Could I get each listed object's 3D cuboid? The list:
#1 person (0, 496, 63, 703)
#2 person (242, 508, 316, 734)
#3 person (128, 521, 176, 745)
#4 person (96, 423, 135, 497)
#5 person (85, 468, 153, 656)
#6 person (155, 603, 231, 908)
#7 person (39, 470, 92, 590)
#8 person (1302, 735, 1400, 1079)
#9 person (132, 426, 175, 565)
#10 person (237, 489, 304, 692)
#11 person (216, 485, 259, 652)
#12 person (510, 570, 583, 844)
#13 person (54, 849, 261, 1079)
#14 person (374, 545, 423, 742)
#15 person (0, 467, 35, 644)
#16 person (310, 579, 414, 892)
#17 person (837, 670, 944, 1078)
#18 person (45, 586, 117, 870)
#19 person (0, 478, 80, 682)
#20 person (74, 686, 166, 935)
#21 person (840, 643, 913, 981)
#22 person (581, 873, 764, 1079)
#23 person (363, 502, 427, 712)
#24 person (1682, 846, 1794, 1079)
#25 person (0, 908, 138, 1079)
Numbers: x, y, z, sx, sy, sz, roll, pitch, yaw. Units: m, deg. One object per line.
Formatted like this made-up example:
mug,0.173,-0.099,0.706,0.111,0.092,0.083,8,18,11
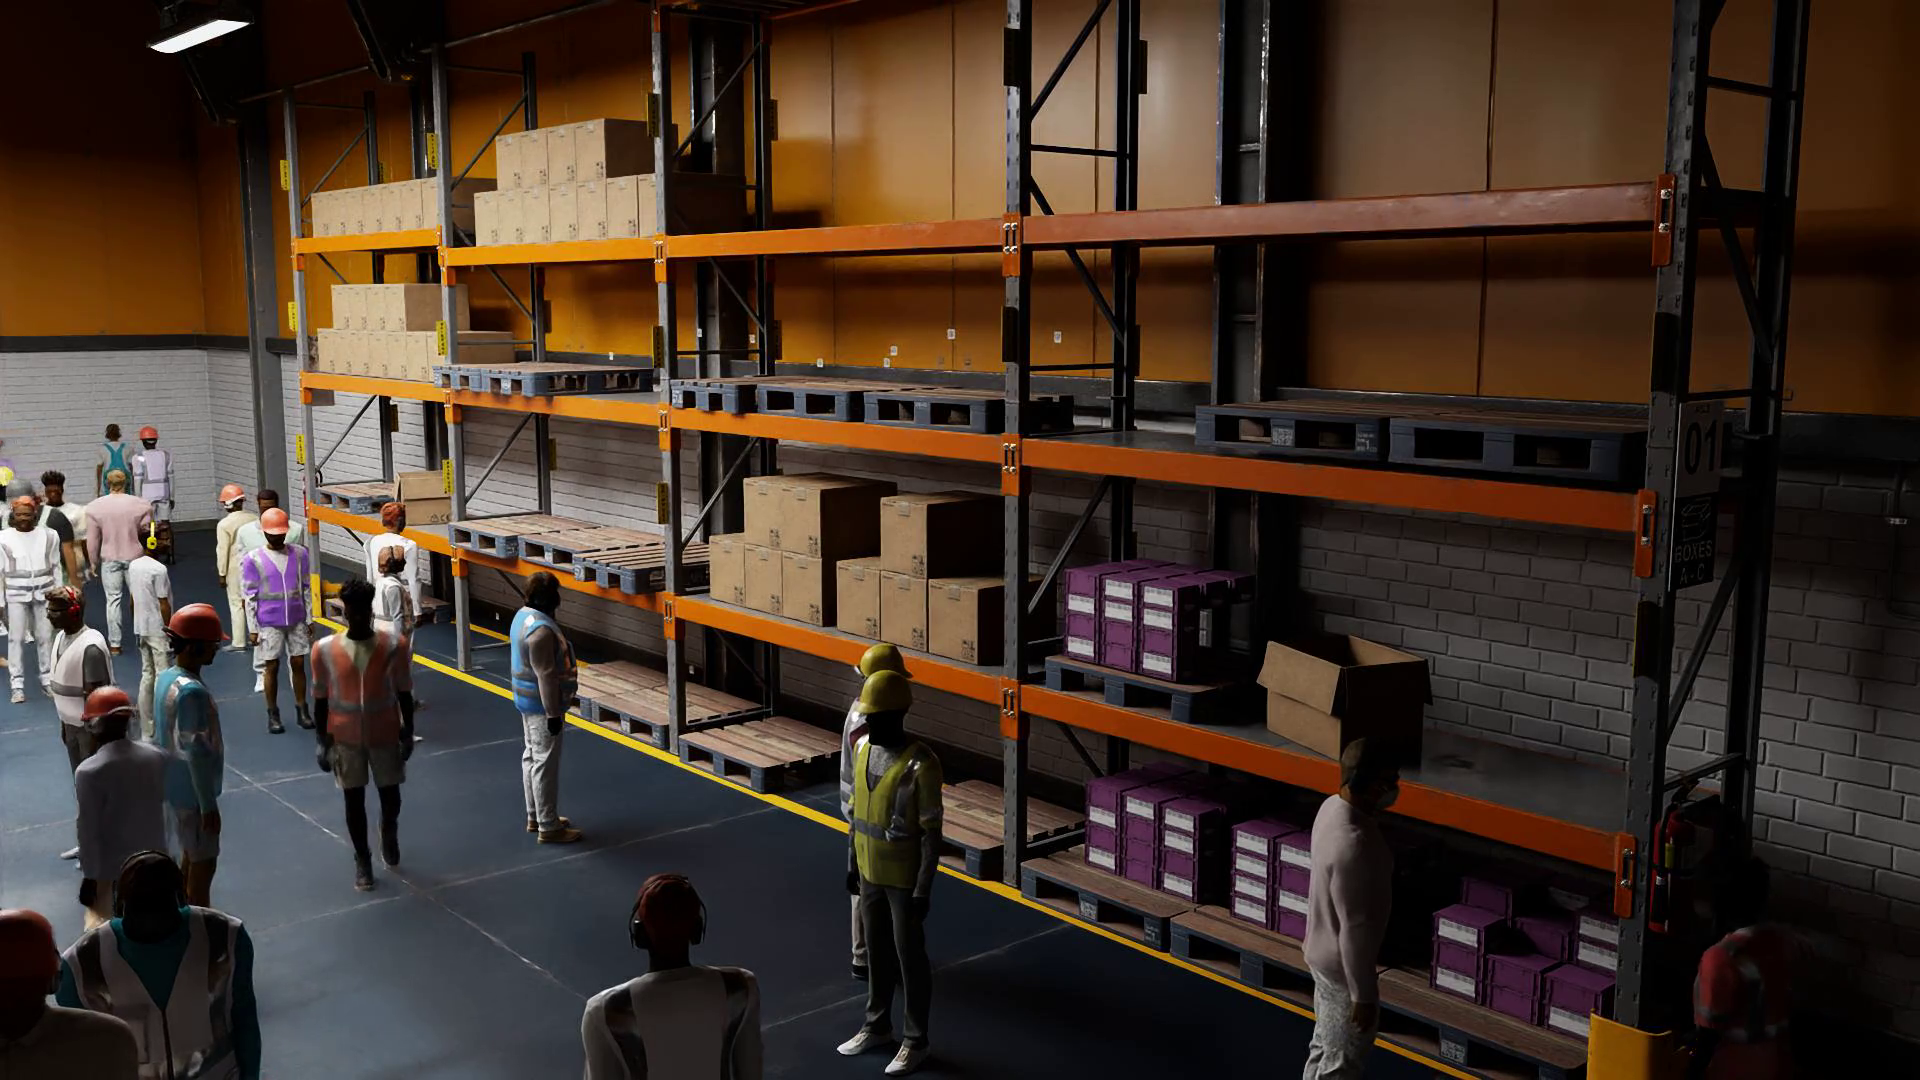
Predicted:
person,-8.502,0.531,15.199,0.582,1.882,0.338,-7,11,-42
person,-5.736,0.677,14.058,0.549,1.924,0.386,-7,11,-40
person,-6.547,0.778,13.560,0.521,1.864,0.334,6,10,35
person,-12.528,-0.817,24.708,0.519,1.843,0.345,-5,10,-33
person,-8.630,0.223,17.148,0.637,1.936,0.355,-4,9,-24
person,-4.114,1.350,9.010,0.405,2.032,0.611,-6,10,-35
person,-9.193,0.242,16.982,0.595,1.948,0.505,-4,9,-26
person,1.570,1.730,6.702,0.375,1.933,0.627,1,8,6
person,-11.088,-0.597,22.863,0.378,1.932,0.551,7,11,41
person,-6.432,0.465,15.590,0.587,1.909,0.388,-3,9,-19
person,-7.523,0.293,17.351,0.356,1.741,0.568,3,9,22
person,-2.802,1.119,11.254,0.429,1.844,0.627,-4,9,-26
person,-2.700,1.932,5.657,0.618,1.836,0.432,-5,9,-30
person,-4.683,0.857,13.772,0.310,1.642,0.514,-5,10,-32
person,-10.275,0.144,17.892,0.600,1.888,0.944,-8,11,-44
person,-3.700,1.194,10.332,0.601,1.955,0.456,-3,9,-18
person,-0.332,1.560,7.896,0.587,1.928,0.363,8,11,44
person,-5.649,1.196,10.762,0.560,1.837,0.388,7,11,41
person,-8.798,0.372,15.762,0.709,2.000,0.676,0,8,-3
person,-4.209,1.596,8.361,0.467,1.723,0.596,2,8,14
person,-0.443,1.456,8.986,0.403,1.823,0.596,0,8,2
person,-0.887,1.967,5.213,0.581,1.882,0.339,-4,9,-26
person,-5.019,0.599,14.769,0.574,1.876,0.354,3,9,22
person,2.910,1.957,6.010,0.699,1.668,0.538,8,11,44
person,-2.630,1.991,4.713,0.620,1.986,0.410,-3,9,-22
